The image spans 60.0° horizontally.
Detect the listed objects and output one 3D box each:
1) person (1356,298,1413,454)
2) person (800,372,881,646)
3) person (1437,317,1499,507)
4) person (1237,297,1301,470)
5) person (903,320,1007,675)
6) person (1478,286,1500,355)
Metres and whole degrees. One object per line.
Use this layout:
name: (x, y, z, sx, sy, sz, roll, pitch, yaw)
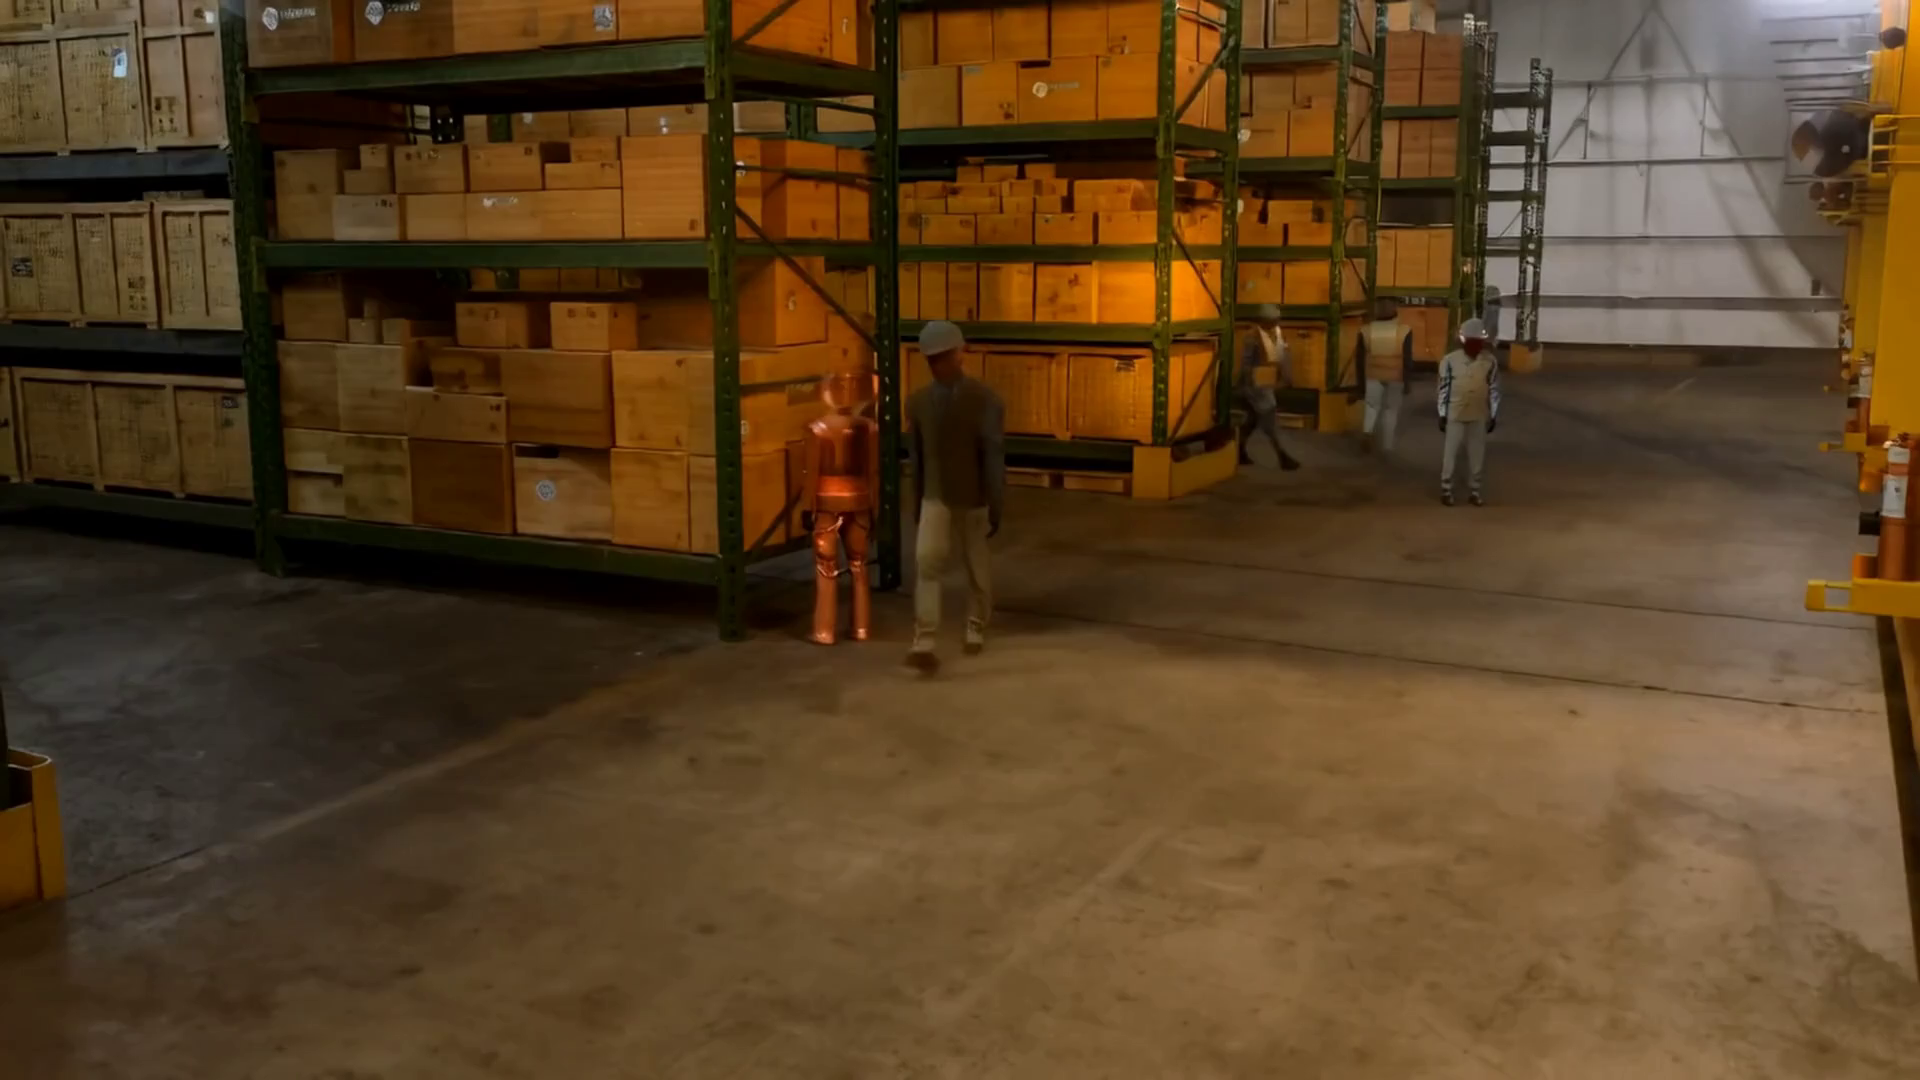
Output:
person: (4.873, -1.870, 19.139, 0.631, 1.825, 0.650, 4, 11, 23)
person: (-0.701, -0.181, 9.912, 0.525, 1.632, 0.314, -6, 12, -32)
person: (4.670, -1.167, 15.280, 0.565, 1.745, 0.349, 0, 10, -2)
person: (3.313, -1.712, 18.111, 0.576, 1.867, 1.027, -8, 13, -39)
person: (-0.049, -0.219, 9.160, 0.639, 1.955, 0.863, 3, 10, 19)
person: (10.230, -4.058, 32.155, 0.368, 1.696, 0.574, -3, 10, -18)
